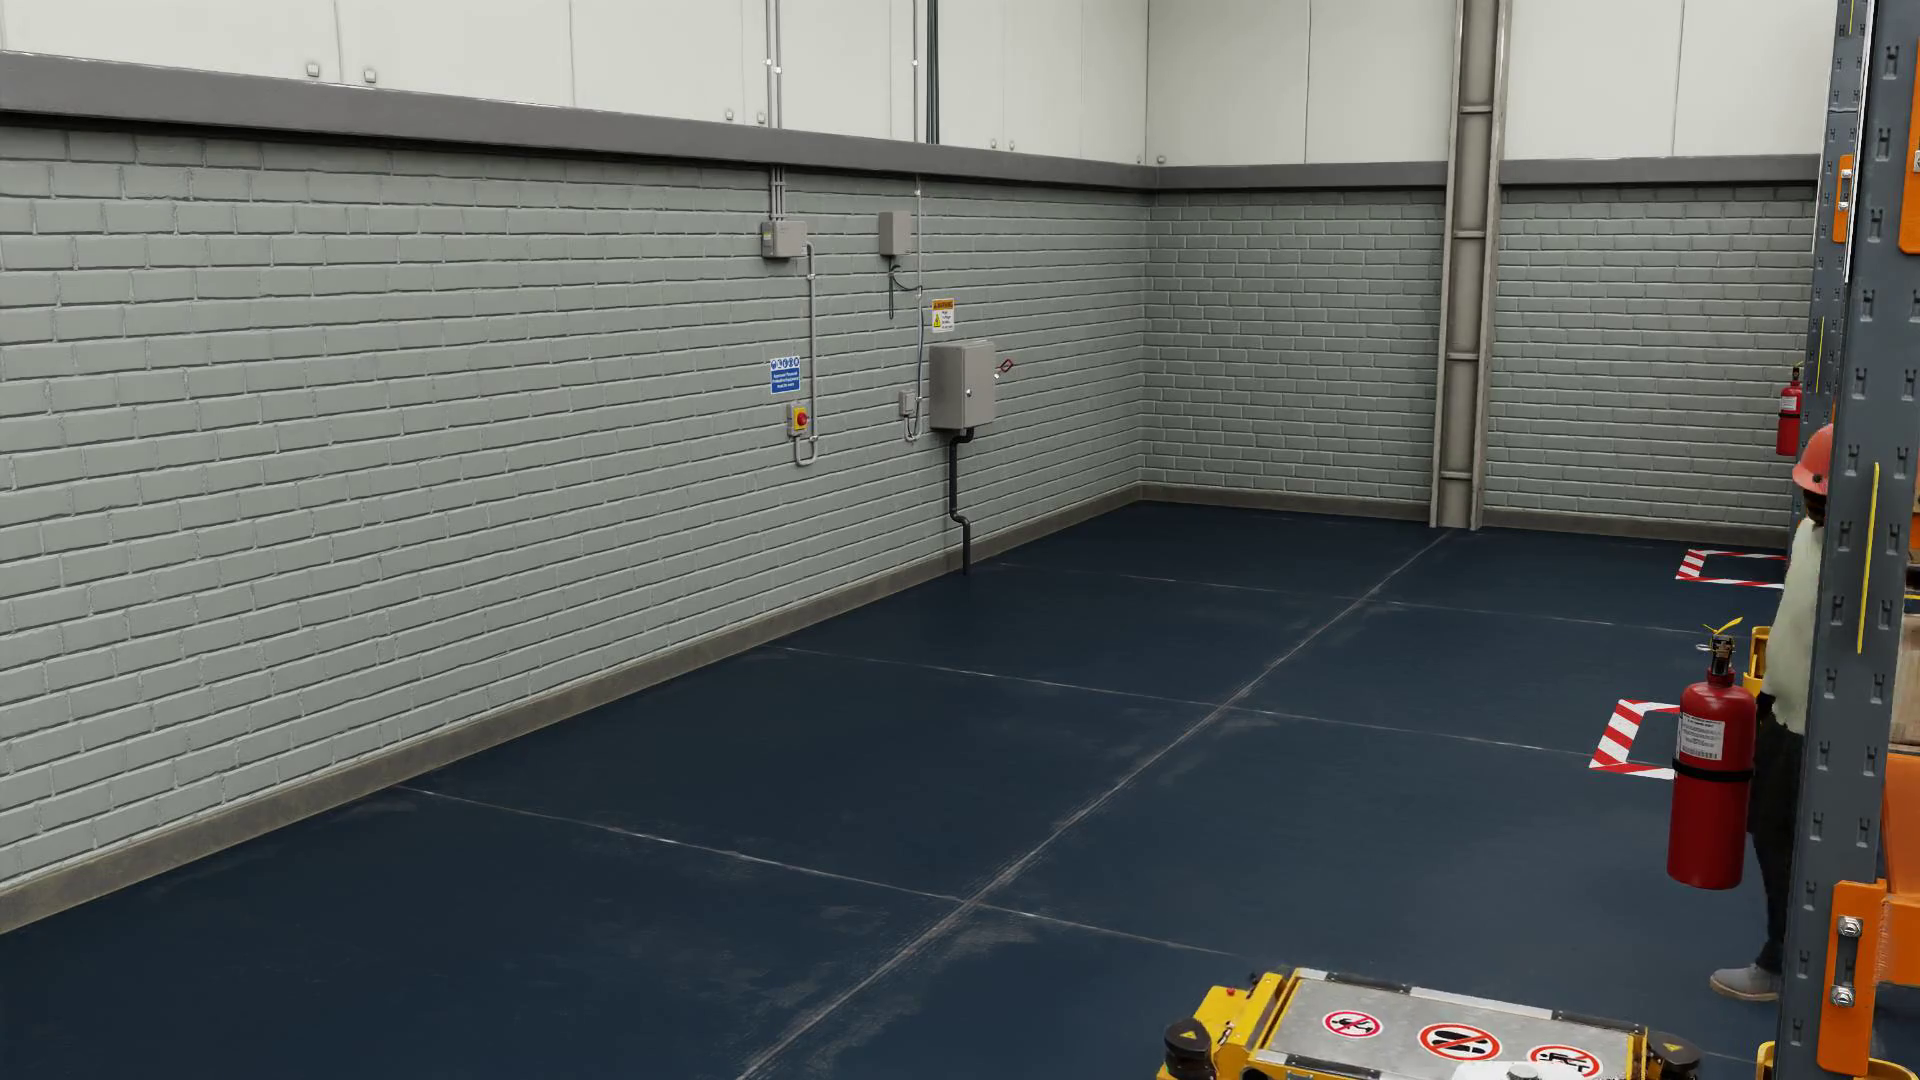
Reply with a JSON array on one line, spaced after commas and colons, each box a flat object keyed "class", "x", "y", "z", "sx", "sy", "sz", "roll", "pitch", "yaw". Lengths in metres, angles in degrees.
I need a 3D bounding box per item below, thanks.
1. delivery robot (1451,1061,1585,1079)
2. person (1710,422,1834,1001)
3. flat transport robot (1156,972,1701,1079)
[{"class": "delivery robot", "x": 1.406, "y": 1.488, "z": 3.918, "sx": 0.477, "sy": 0.478, "sz": 0.707, "roll": 0, "pitch": 11, "yaw": 0}, {"class": "person", "x": 2.789, "y": 0.571, "z": 5.352, "sx": 0.541, "sy": 1.952, "sz": 0.670, "roll": 3, "pitch": 11, "yaw": 16}, {"class": "flat transport robot", "x": 1.345, "y": 1.520, "z": 4.783, "sx": 1.431, "sy": 0.197, "sz": 0.652, "roll": 4, "pitch": 11, "yaw": 23}]
